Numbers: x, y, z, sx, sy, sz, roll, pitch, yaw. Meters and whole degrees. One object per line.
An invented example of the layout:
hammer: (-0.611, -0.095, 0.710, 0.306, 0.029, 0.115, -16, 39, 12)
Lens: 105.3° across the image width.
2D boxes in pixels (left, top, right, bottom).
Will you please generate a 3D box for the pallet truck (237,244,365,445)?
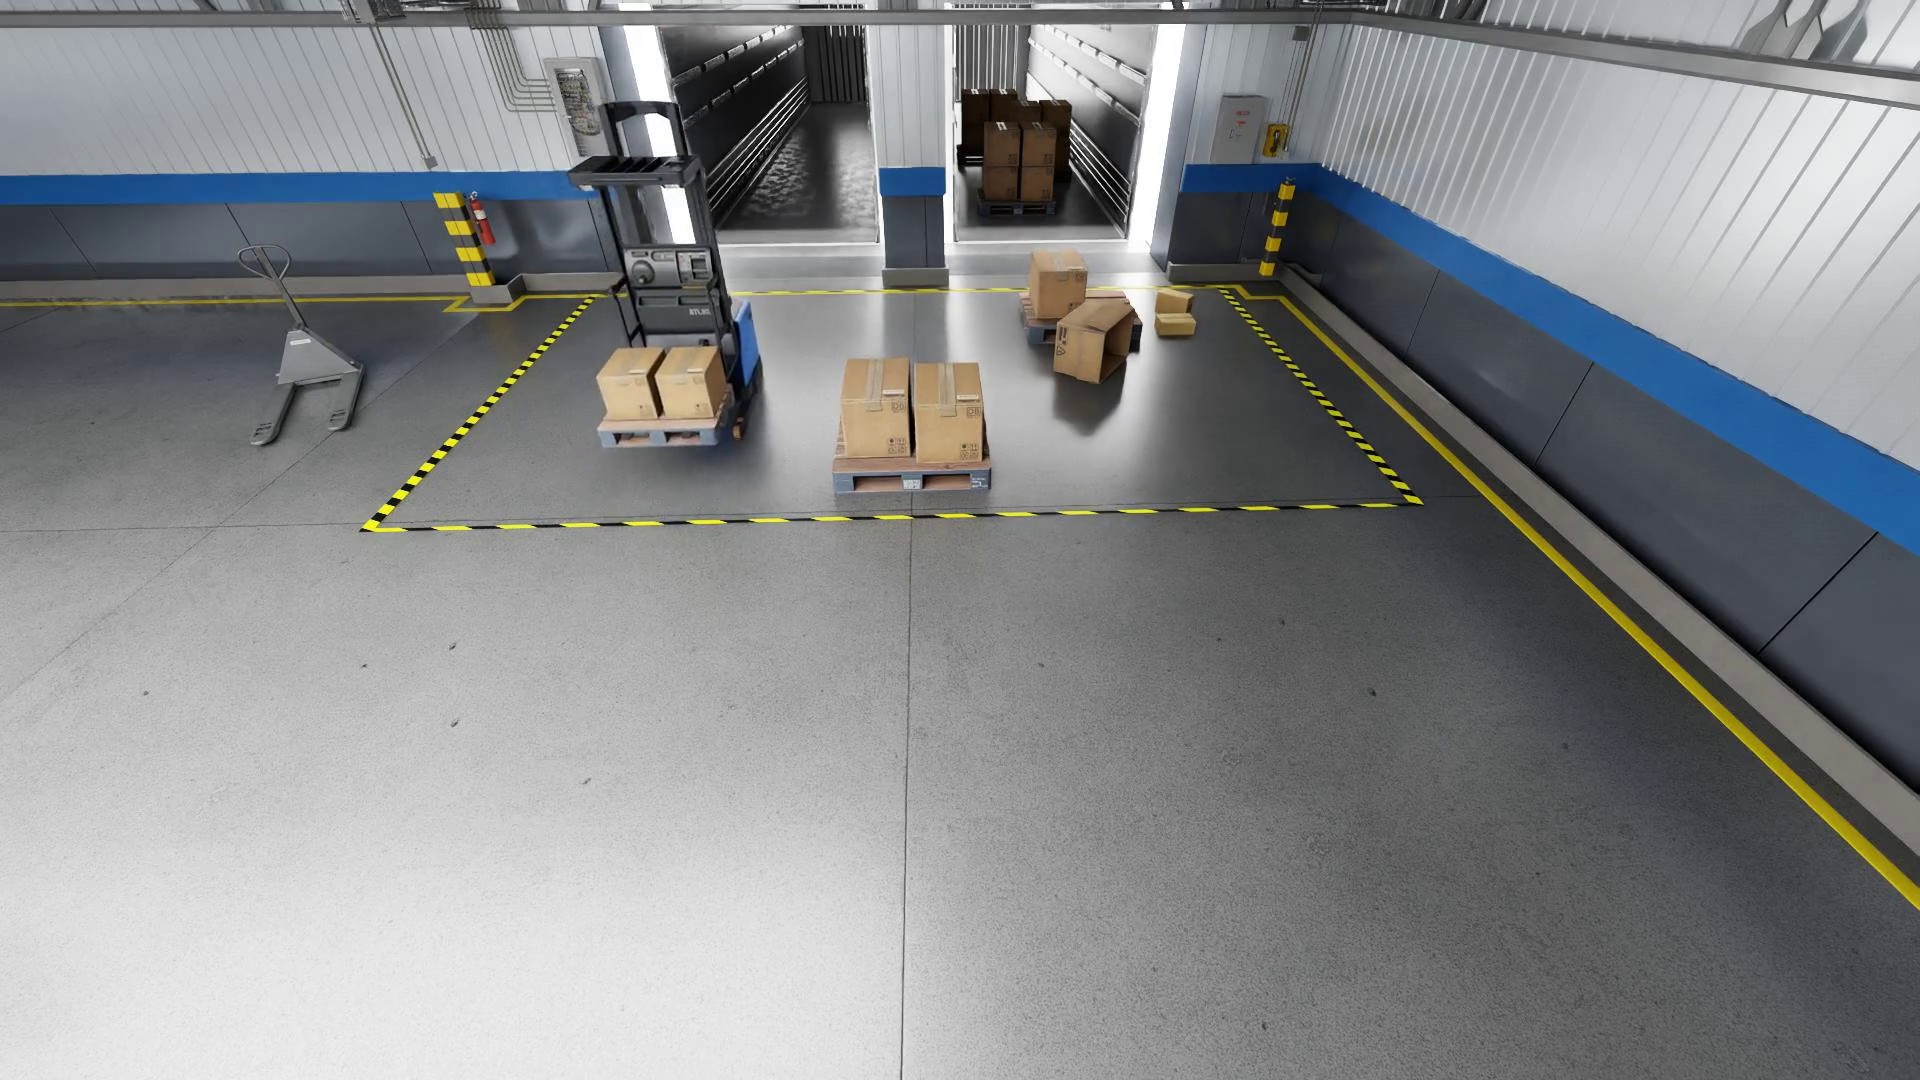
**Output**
pallet truck: (-5.915, -1.733, 6.366, 0.680, 1.201, 1.601, -18, 42, -21)

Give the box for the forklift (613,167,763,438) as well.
forklift: (-2.267, -2.145, 6.240, 0.716, 2.013, 0.776, -2, 39, -2)
